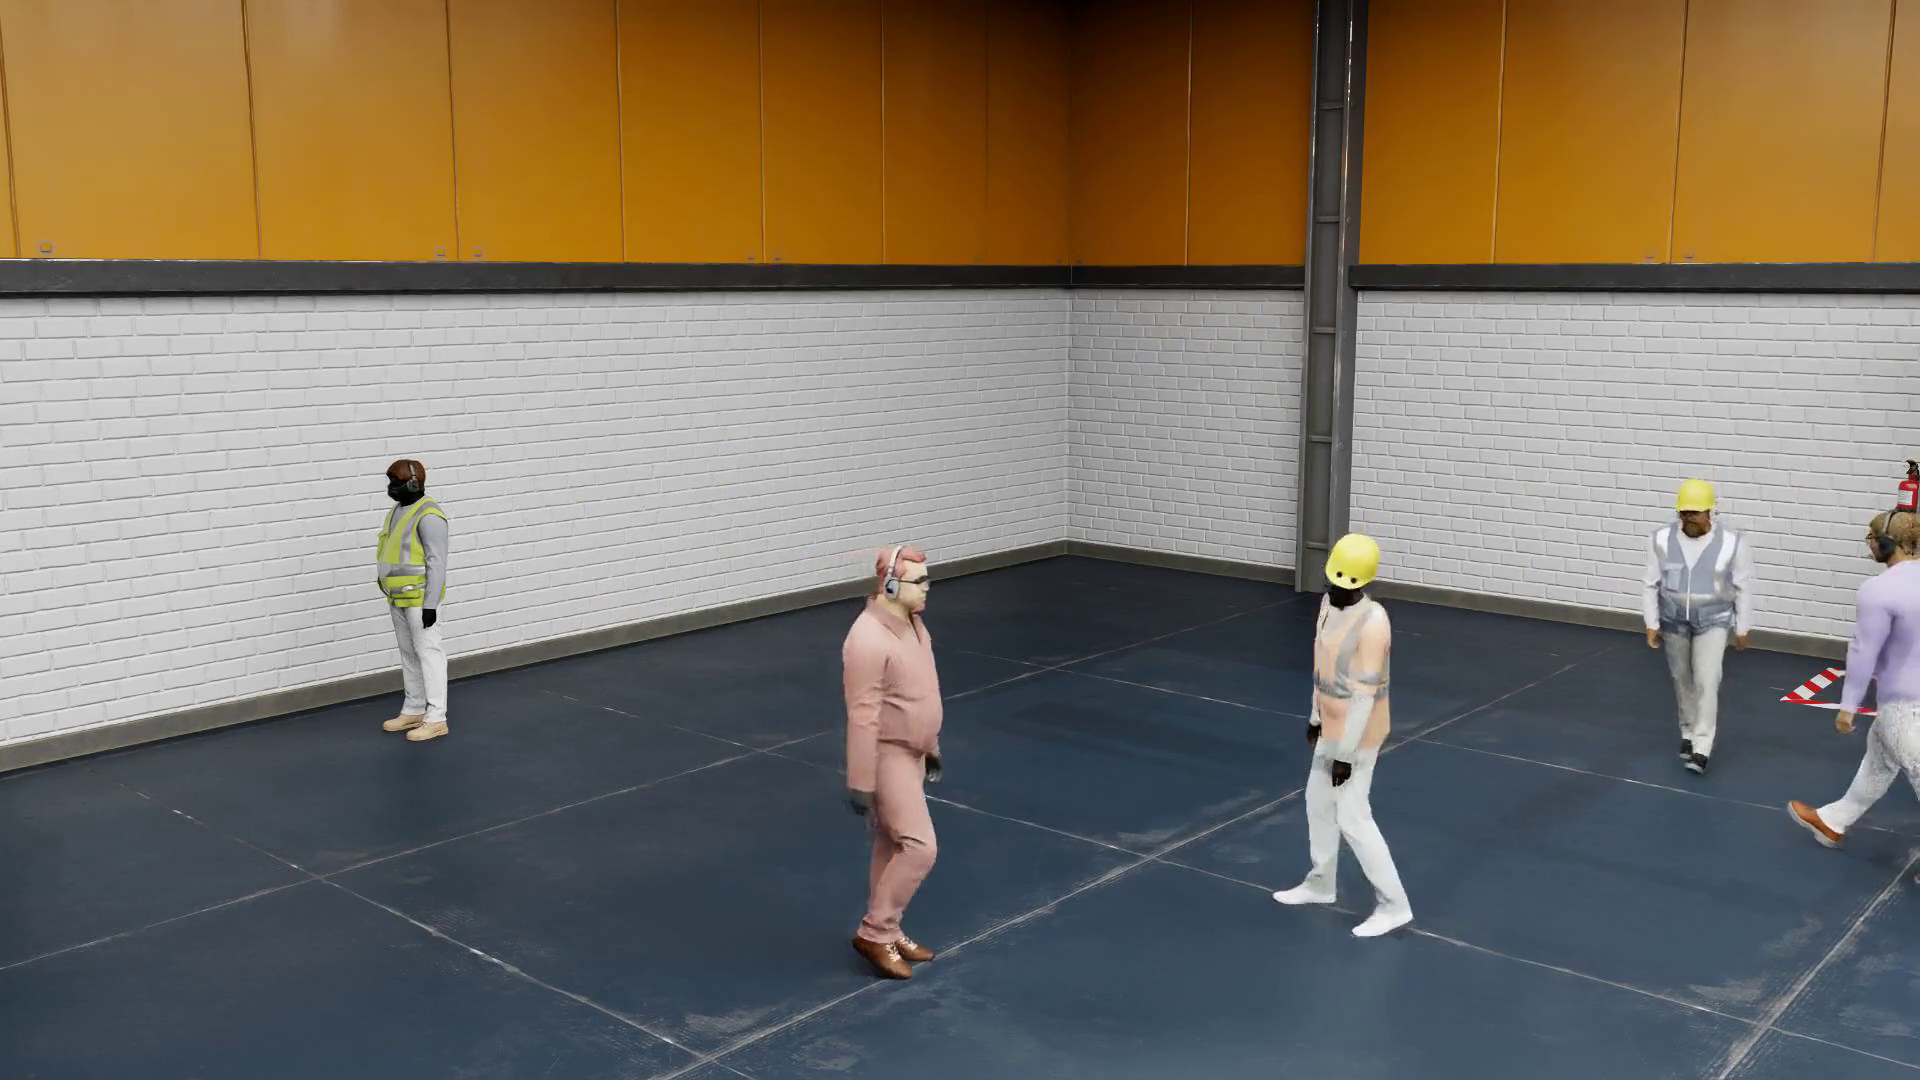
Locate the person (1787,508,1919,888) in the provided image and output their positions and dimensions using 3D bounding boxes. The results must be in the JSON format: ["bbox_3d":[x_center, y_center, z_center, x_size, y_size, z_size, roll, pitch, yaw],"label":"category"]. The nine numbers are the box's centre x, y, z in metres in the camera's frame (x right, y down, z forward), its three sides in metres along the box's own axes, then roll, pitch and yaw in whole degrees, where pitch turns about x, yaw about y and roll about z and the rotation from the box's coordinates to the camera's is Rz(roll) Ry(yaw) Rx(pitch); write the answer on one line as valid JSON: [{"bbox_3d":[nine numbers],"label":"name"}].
[{"bbox_3d":[4.683,0.778,8.339,0.641,1.865,1.082,-5,10,-29],"label":"person"}]

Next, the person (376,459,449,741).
[{"bbox_3d":[-3.595,0.384,10.929,0.429,1.844,0.626,-8,12,-43],"label":"person"}]

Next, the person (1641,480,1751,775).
[{"bbox_3d":[4.479,0.525,10.198,0.600,1.784,0.884,6,11,35],"label":"person"}]

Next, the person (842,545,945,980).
[{"bbox_3d":[-0.255,0.954,7.224,0.428,1.892,0.648,2,9,13],"label":"person"}]

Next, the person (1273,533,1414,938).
[{"bbox_3d":[1.822,0.875,7.737,0.482,1.881,0.663,-1,9,-6],"label":"person"}]
